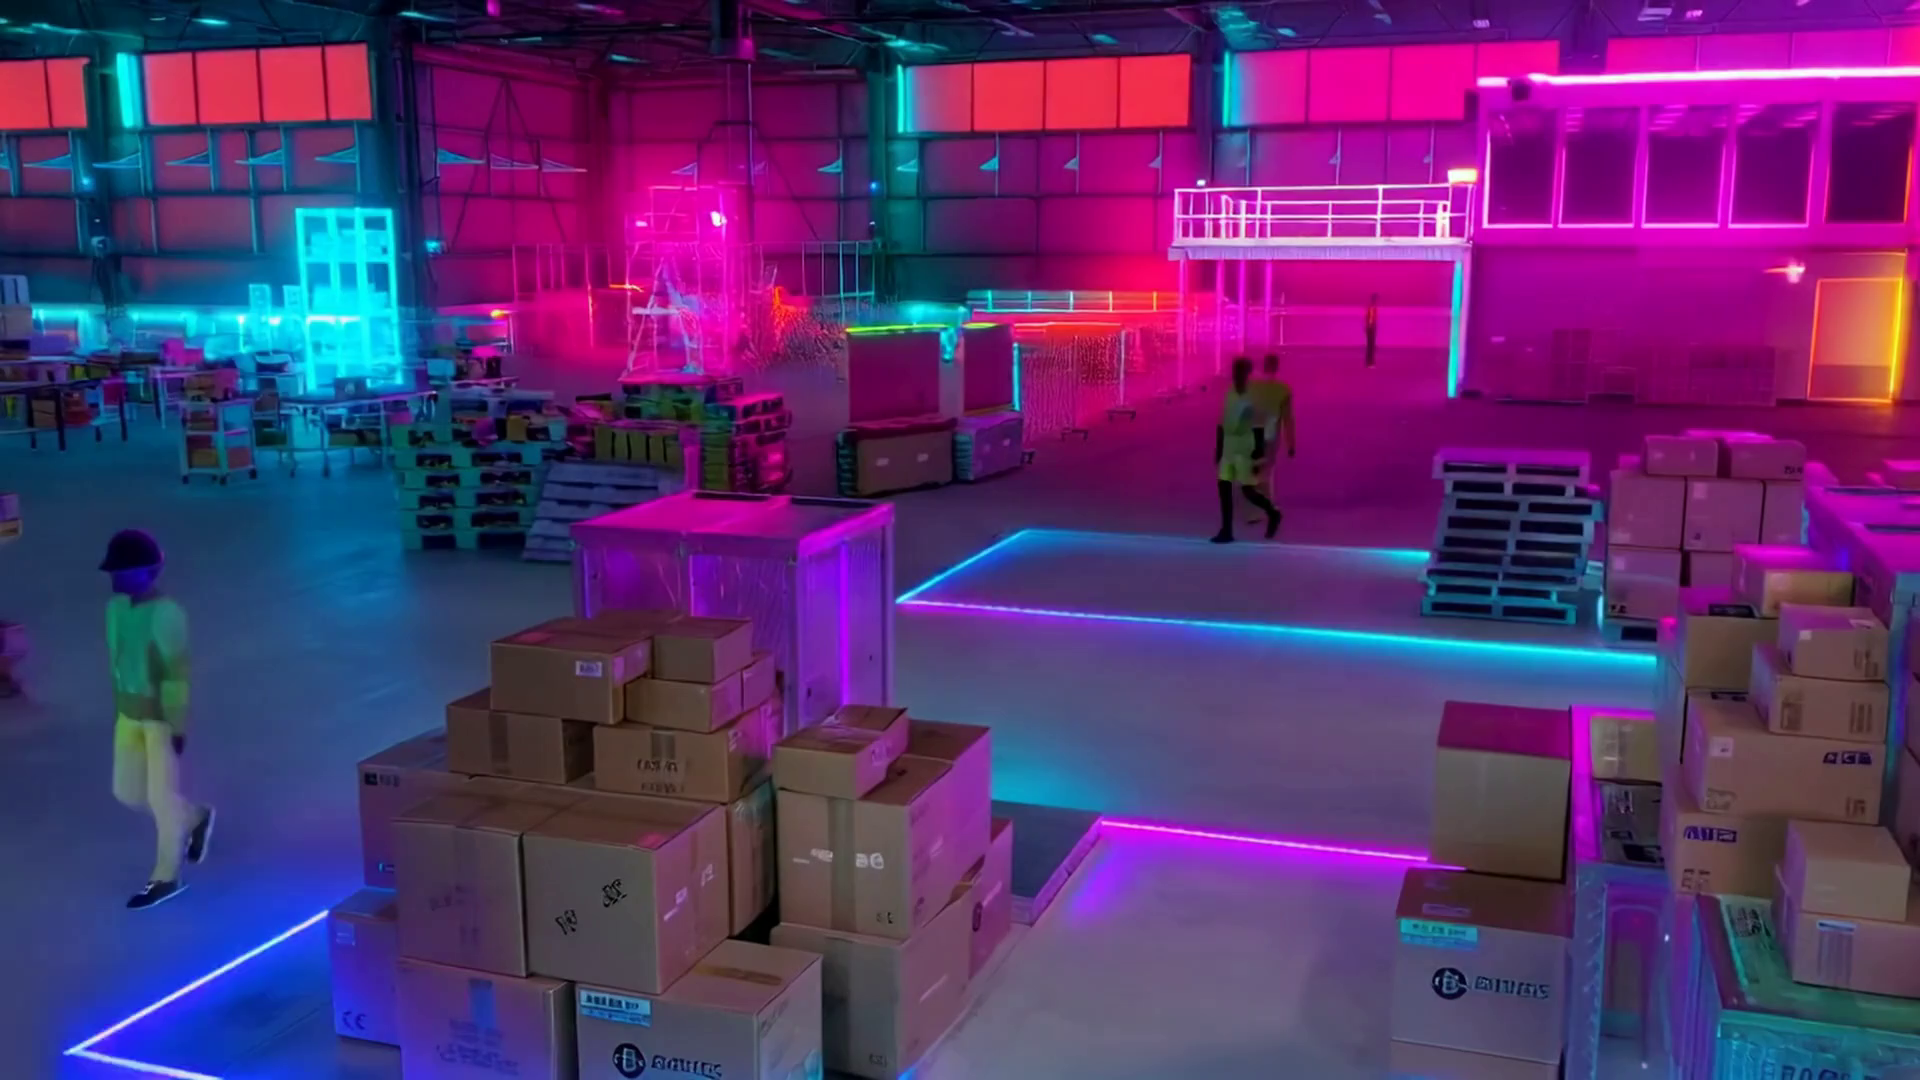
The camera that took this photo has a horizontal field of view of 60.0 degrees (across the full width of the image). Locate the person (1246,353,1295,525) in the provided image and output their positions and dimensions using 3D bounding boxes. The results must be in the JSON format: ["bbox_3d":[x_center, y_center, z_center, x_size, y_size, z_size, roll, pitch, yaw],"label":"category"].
[{"bbox_3d":[3.377,-1.113,18.236,0.601,1.853,1.026,7,12,36],"label":"person"}]

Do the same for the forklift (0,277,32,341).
[{"bbox_3d":[-27.151,-6.329,46.328,1.157,1.987,2.680,3,11,17],"label":"forklift"}]

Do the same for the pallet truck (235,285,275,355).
[{"bbox_3d":[-18.327,-5.835,44.421,0.823,1.965,1.885,4,11,23],"label":"pallet truck"}]

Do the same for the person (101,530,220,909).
[{"bbox_3d":[-3.709,0.803,7.734,0.528,1.753,0.504,5,11,27],"label":"person"}]

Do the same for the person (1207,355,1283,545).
[{"bbox_3d":[2.878,-0.907,16.833,0.686,1.947,0.631,-6,12,-30],"label":"person"}]

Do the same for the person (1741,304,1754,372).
[{"bbox_3d":[18.061,-4.685,38.307,0.511,1.865,0.329,-5,11,-26],"label":"person"}]

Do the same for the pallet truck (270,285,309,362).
[{"bbox_3d":[-17.147,-5.700,43.663,0.823,1.965,1.885,3,11,17],"label":"pallet truck"}]

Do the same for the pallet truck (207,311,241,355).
[{"bbox_3d":[-19.537,-5.575,44.913,0.653,1.274,1.630,3,11,19],"label":"pallet truck"}]

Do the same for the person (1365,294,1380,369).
[{"bbox_3d":[10.157,-5.136,40.926,0.349,1.843,0.506,5,11,24],"label":"person"}]

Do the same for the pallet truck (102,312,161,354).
[{"bbox_3d":[-23.057,-5.777,46.261,0.680,1.201,1.601,3,11,19],"label":"pallet truck"}]

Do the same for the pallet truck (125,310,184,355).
[{"bbox_3d":[-22.038,-5.665,45.457,0.704,1.261,1.522,3,11,17],"label":"pallet truck"}]
